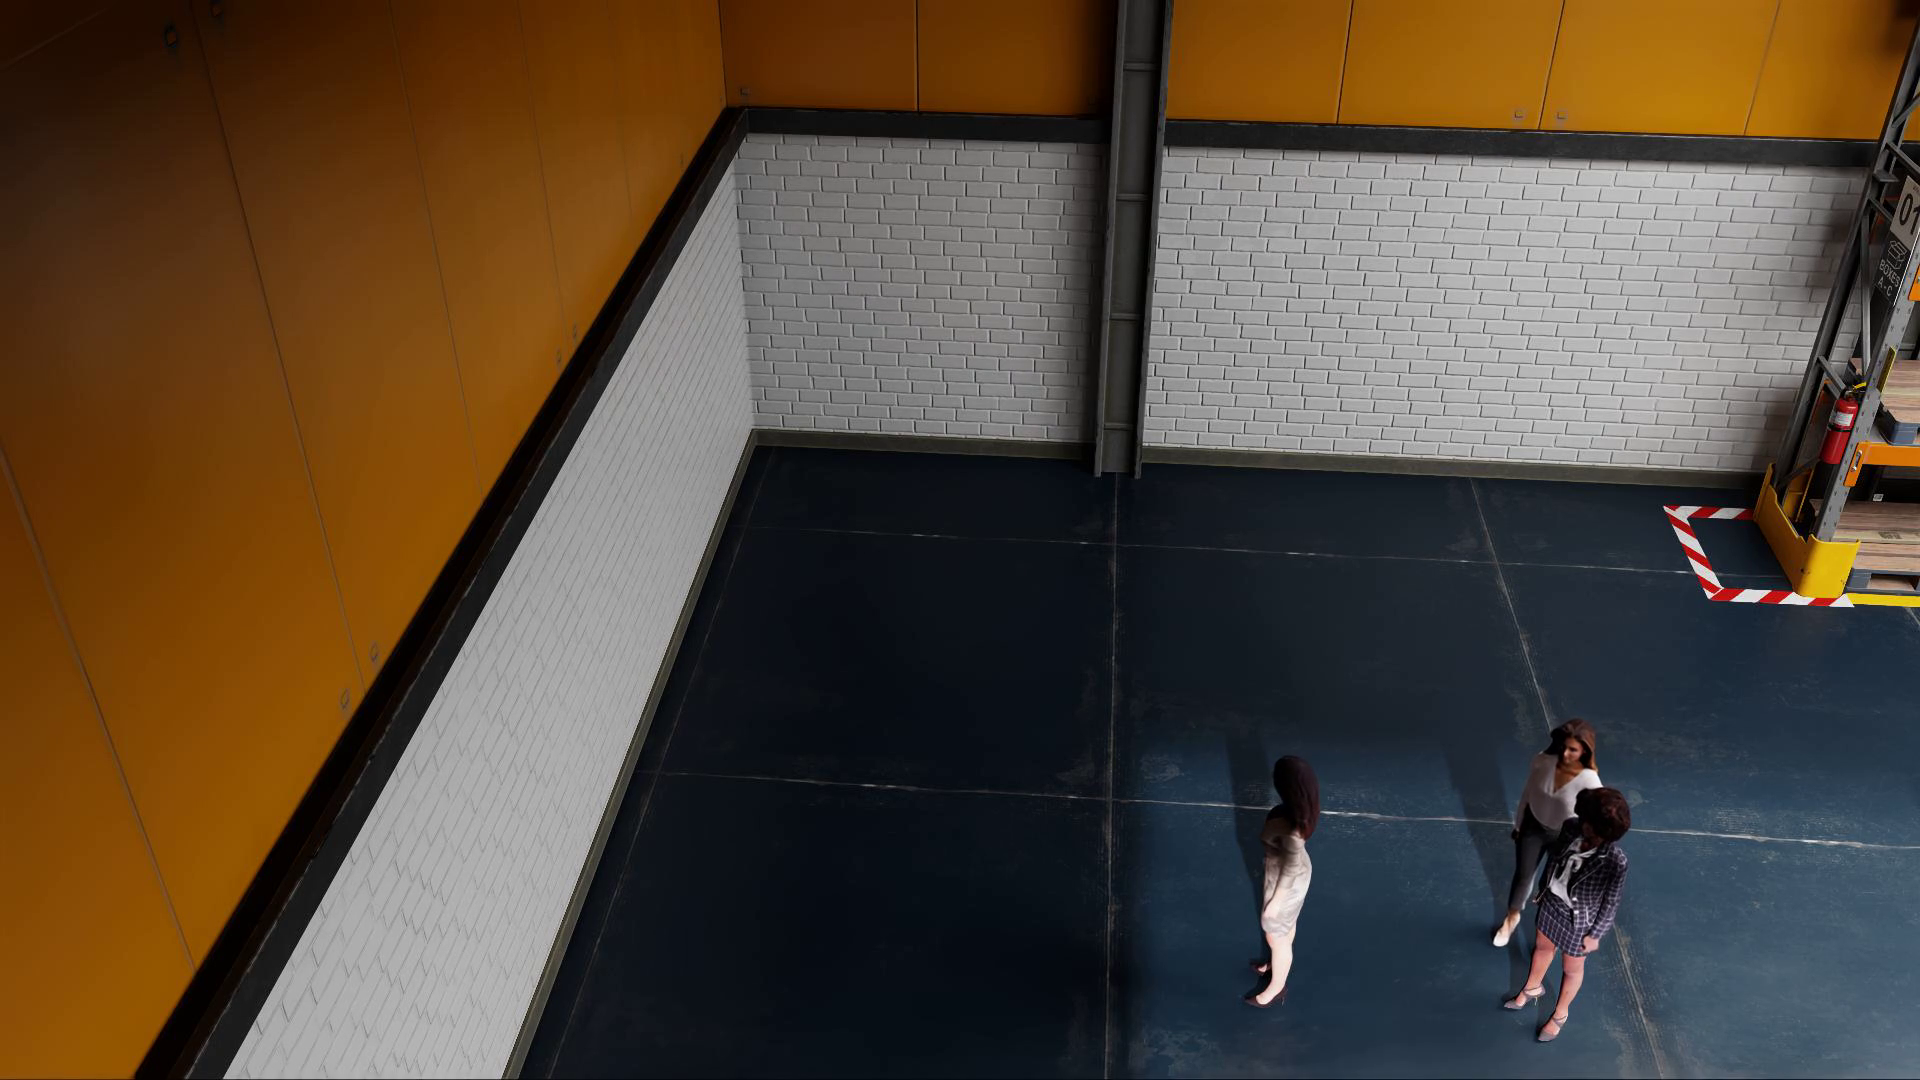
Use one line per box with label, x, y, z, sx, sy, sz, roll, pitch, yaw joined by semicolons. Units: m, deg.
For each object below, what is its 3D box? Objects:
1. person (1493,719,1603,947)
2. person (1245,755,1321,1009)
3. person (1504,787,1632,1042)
person;3.287;1.674;9.256;0.643;1.763;0.719;28;43;35
person;1.760;1.852;9.007;0.579;1.743;0.633;10;35;15
person;3.254;1.978;8.853;0.717;1.703;0.702;-15;37;-22
